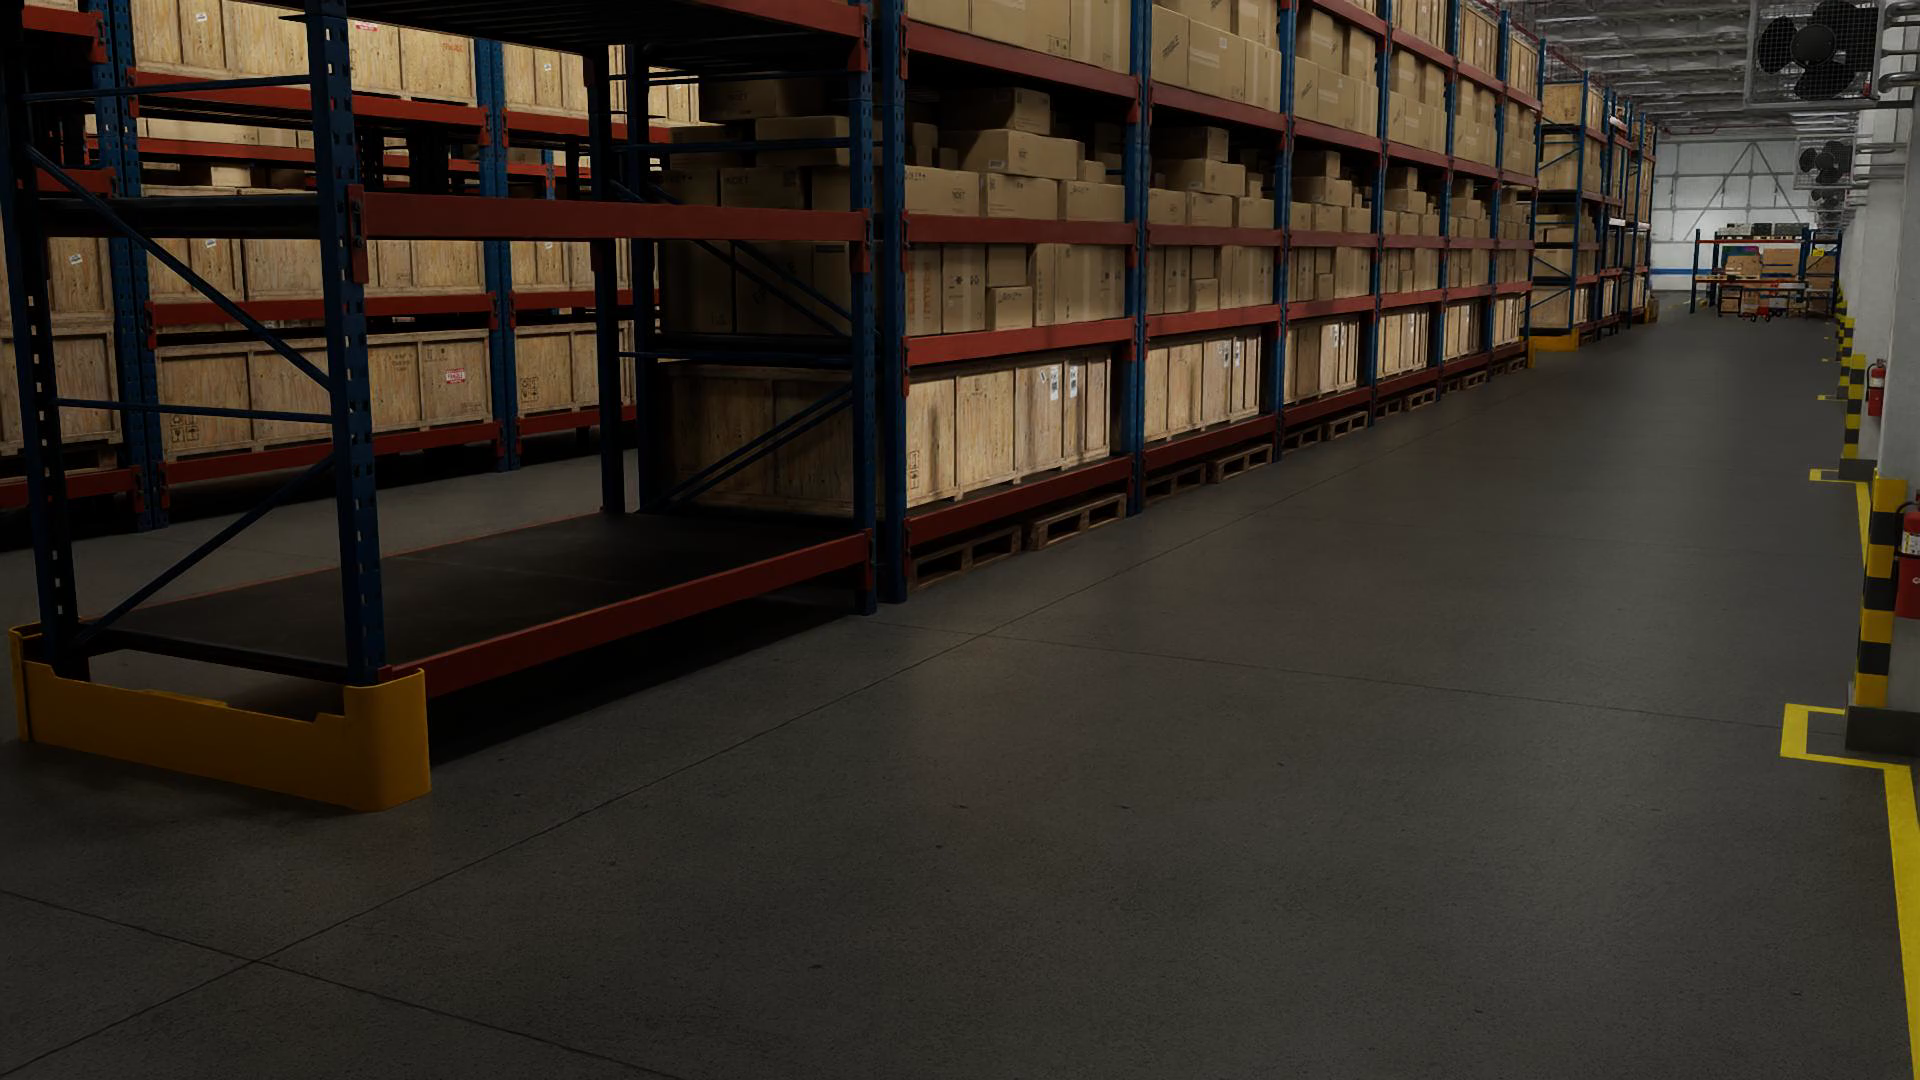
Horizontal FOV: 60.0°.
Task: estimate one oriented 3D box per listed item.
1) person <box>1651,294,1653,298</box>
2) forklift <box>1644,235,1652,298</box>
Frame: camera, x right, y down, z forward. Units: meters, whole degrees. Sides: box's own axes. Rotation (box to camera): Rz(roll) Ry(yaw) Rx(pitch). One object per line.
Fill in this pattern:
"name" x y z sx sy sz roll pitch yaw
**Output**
"person" 31.179 -11.829 75.703 0.968 1.895 0.545 5 11 25
"forklift" 25.143 -9.951 61.958 1.129 2.768 1.873 5 11 29
